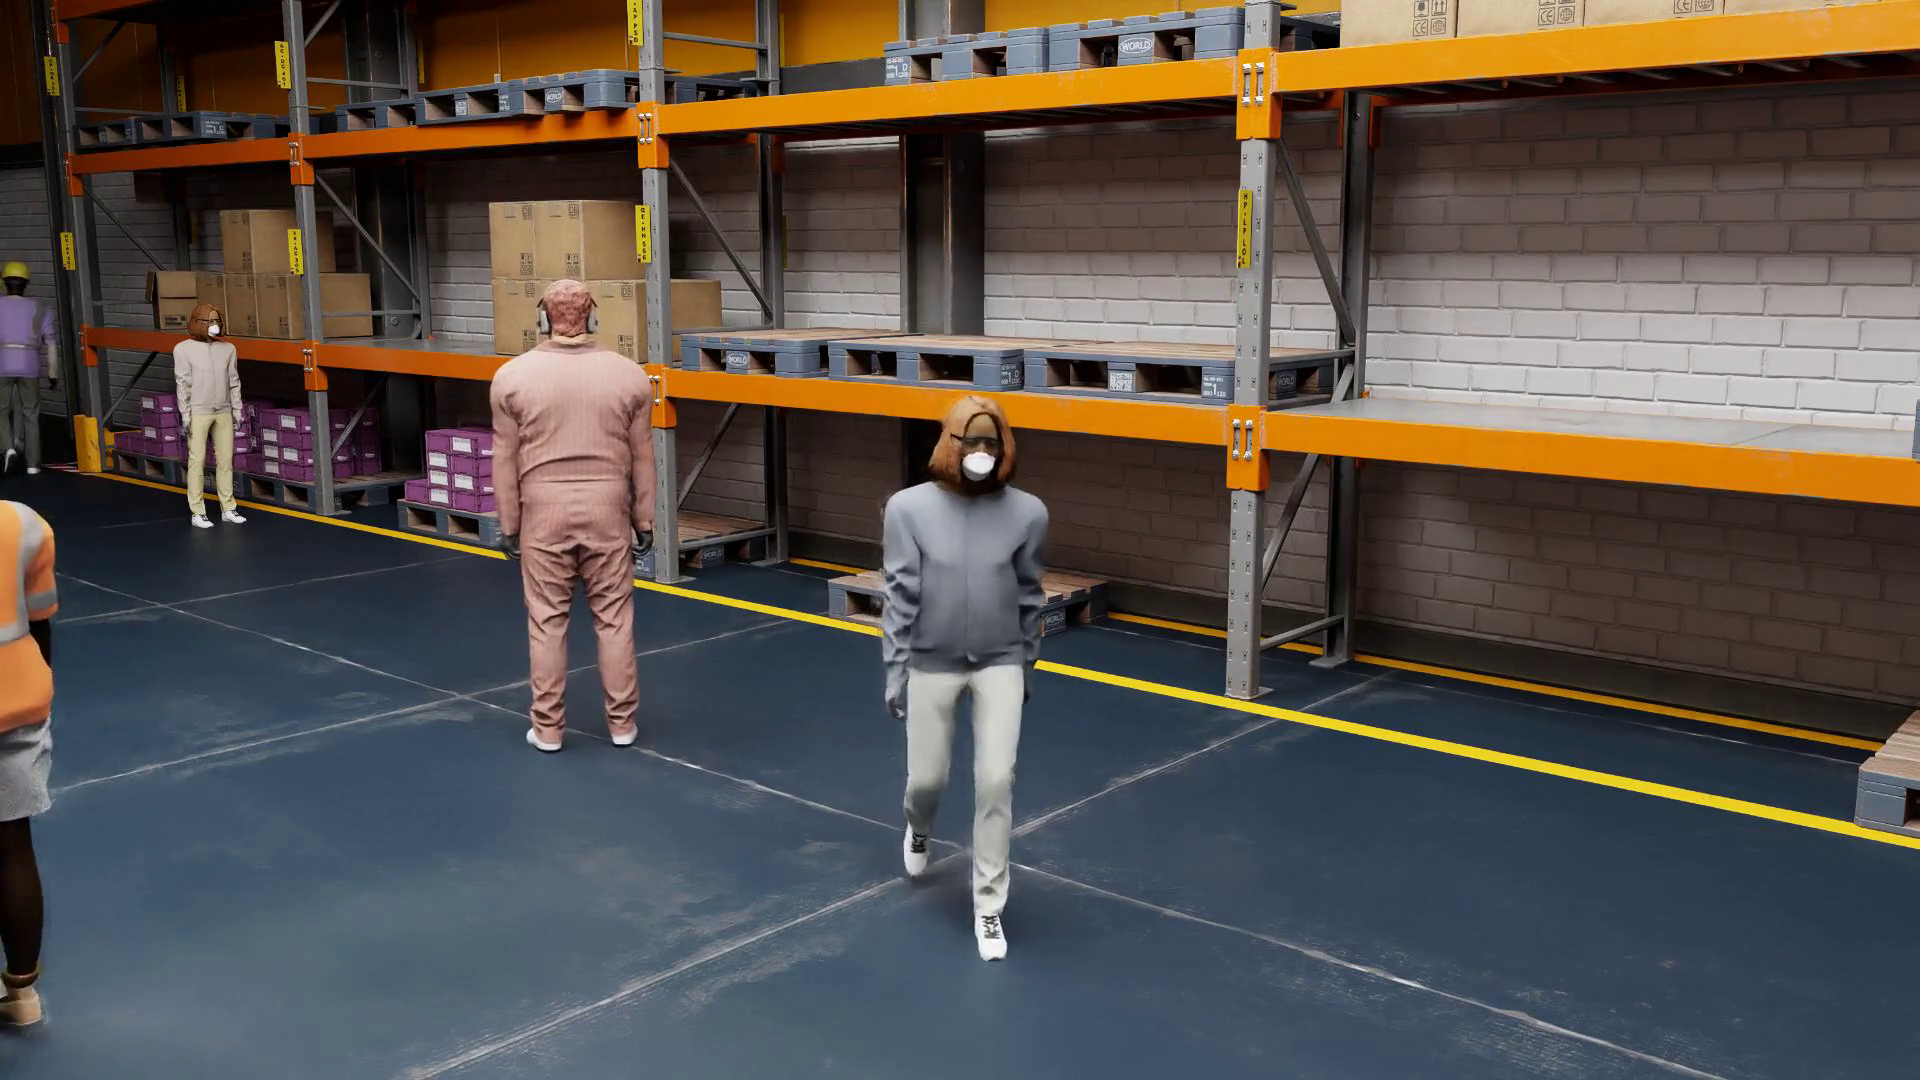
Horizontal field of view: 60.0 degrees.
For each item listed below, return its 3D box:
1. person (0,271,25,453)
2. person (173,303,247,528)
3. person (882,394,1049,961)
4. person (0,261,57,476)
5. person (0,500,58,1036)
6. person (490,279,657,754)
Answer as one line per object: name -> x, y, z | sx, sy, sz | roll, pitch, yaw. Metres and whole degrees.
person -> -9.456, -1.761, 16.352 | 0.574, 1.879, 0.429 | -4, 11, -20
person -> -5.465, -0.907, 12.128 | 0.277, 1.629, 0.497 | 7, 12, 34
person -> 0.006, 0.362, 4.916 | 0.497, 1.613, 0.632 | -1, 10, -7
person -> -8.275, -1.484, 14.611 | 0.643, 1.903, 0.768 | -6, 12, -30
person -> -2.531, 0.451, 4.207 | 0.377, 1.680, 0.559 | 6, 12, 30
person -> -1.548, -0.091, 6.706 | 0.644, 1.900, 0.399 | -3, 10, -18
